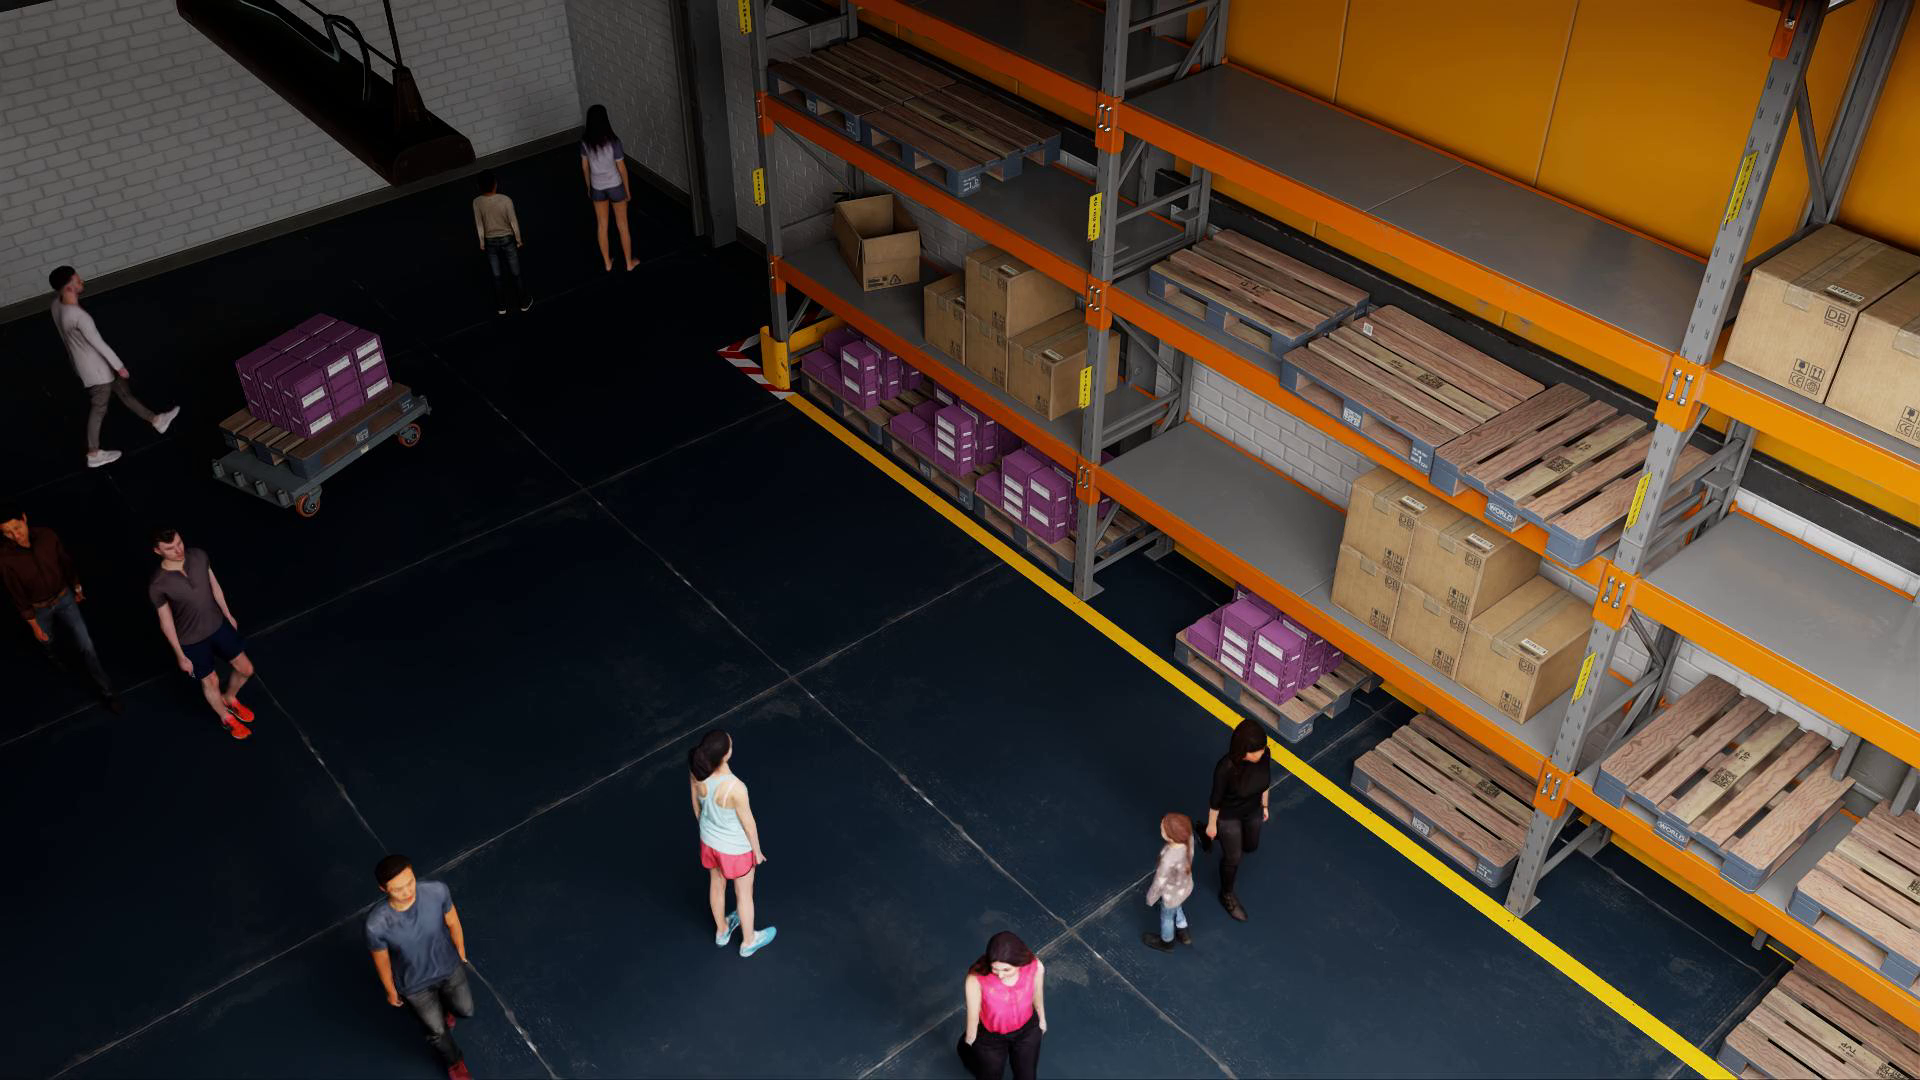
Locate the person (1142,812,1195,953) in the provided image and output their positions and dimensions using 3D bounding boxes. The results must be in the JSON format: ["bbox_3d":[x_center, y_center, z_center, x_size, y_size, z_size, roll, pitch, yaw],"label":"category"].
[{"bbox_3d":[1.314,2.074,9.924,0.577,1.189,0.554,25,45,27],"label":"person"}]

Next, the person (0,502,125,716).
[{"bbox_3d":[-6.391,0.422,11.559,1.235,1.729,0.754,28,46,30],"label":"person"}]

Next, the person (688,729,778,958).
[{"bbox_3d":[-1.373,1.781,9.830,0.592,1.764,0.724,21,43,24],"label":"person"}]

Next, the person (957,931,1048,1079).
[{"bbox_3d":[0.205,2.578,8.926,0.762,1.647,0.968,-17,42,-21],"label":"person"}]

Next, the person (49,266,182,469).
[{"bbox_3d":[-7.255,-1.399,13.796,0.813,1.785,1.082,-32,48,-33],"label":"person"}]

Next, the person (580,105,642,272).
[{"bbox_3d":[-3.484,-3.475,16.437,0.640,1.733,0.703,4,39,5],"label":"person"}]

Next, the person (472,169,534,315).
[{"bbox_3d":[-4.393,-2.844,15.862,0.627,1.464,0.650,-6,39,-8],"label":"person"}]

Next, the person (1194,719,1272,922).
[{"bbox_3d":[1.640,1.616,10.152,0.648,1.619,0.883,-22,44,-25],"label":"person"}]

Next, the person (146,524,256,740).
[{"bbox_3d":[-5.186,0.597,11.251,0.772,1.841,0.773,20,43,23],"label":"person"}]

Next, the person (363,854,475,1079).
[{"bbox_3d":[-2.983,2.308,9.145,0.636,1.796,0.801,-27,46,-30],"label":"person"}]
